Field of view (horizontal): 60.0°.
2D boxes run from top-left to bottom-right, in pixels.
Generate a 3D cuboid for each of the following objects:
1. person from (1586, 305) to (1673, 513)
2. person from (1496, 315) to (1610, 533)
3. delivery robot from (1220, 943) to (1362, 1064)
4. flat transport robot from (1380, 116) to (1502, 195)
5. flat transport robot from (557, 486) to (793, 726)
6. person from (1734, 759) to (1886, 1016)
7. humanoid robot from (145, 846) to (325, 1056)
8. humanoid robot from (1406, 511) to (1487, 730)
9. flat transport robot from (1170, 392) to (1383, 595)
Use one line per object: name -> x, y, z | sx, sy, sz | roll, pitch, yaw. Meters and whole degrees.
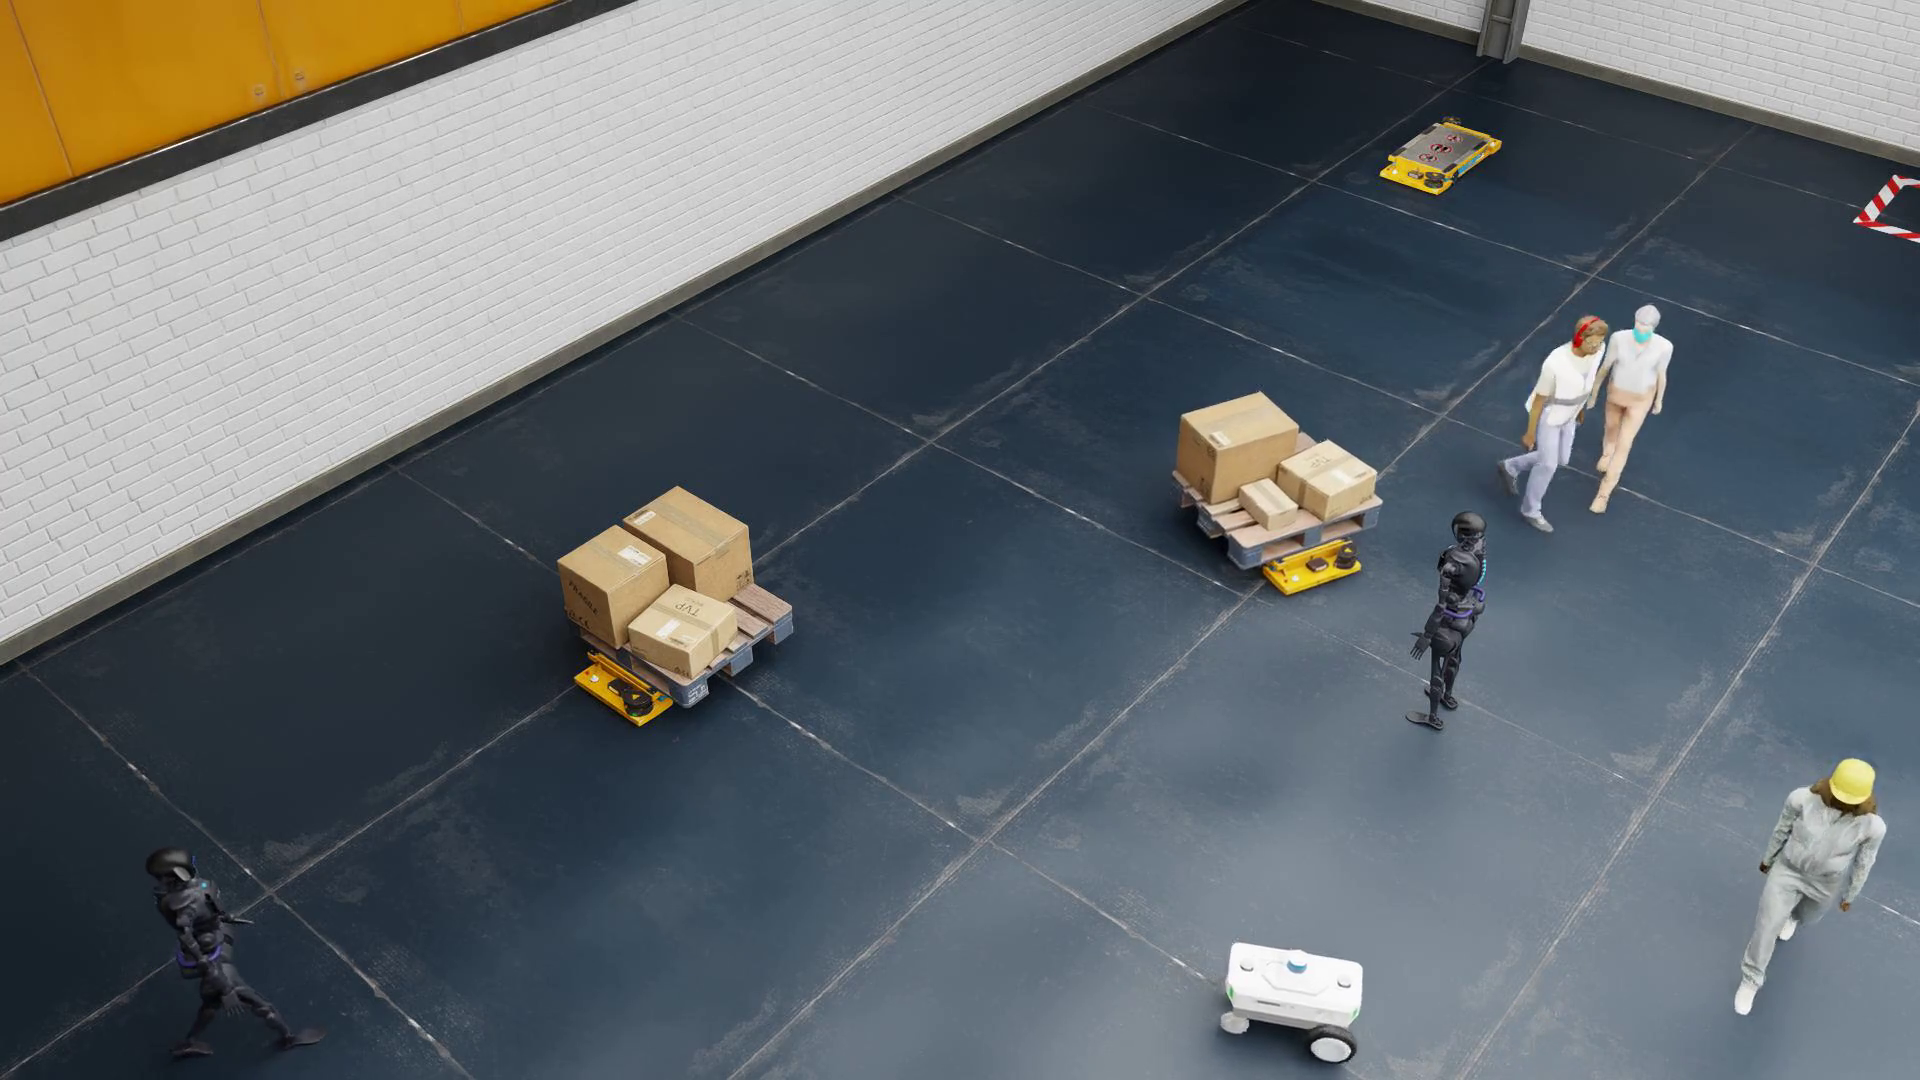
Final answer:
person -> 5.024, -1.094, 12.530 | 0.513, 1.678, 0.876 | 21, 43, 24
person -> 4.325, -0.923, 12.198 | 0.593, 1.818, 0.557 | -26, 46, -29
delivery robot -> 1.821, 2.458, 9.019 | 0.807, 0.609, 0.499 | 8, 39, 9
flat transport robot -> 4.999, -3.988, 17.237 | 0.659, 0.231, 1.431 | 28, 46, 30
flat transport robot -> -1.887, 0.697, 11.421 | 0.659, 0.231, 1.431 | 28, 46, 30
person -> 4.586, 1.754, 8.956 | 0.496, 1.714, 0.812 | 20, 43, 23
humanoid robot -> -3.868, 2.131, 8.570 | 0.779, 1.648, 0.601 | -13, 41, -15
humanoid robot -> 3.107, 0.494, 10.542 | 0.315, 1.653, 0.599 | 28, 46, 30
flat transport robot -> 2.319, -0.146, 12.467 | 0.659, 0.231, 1.431 | -17, 42, -20
